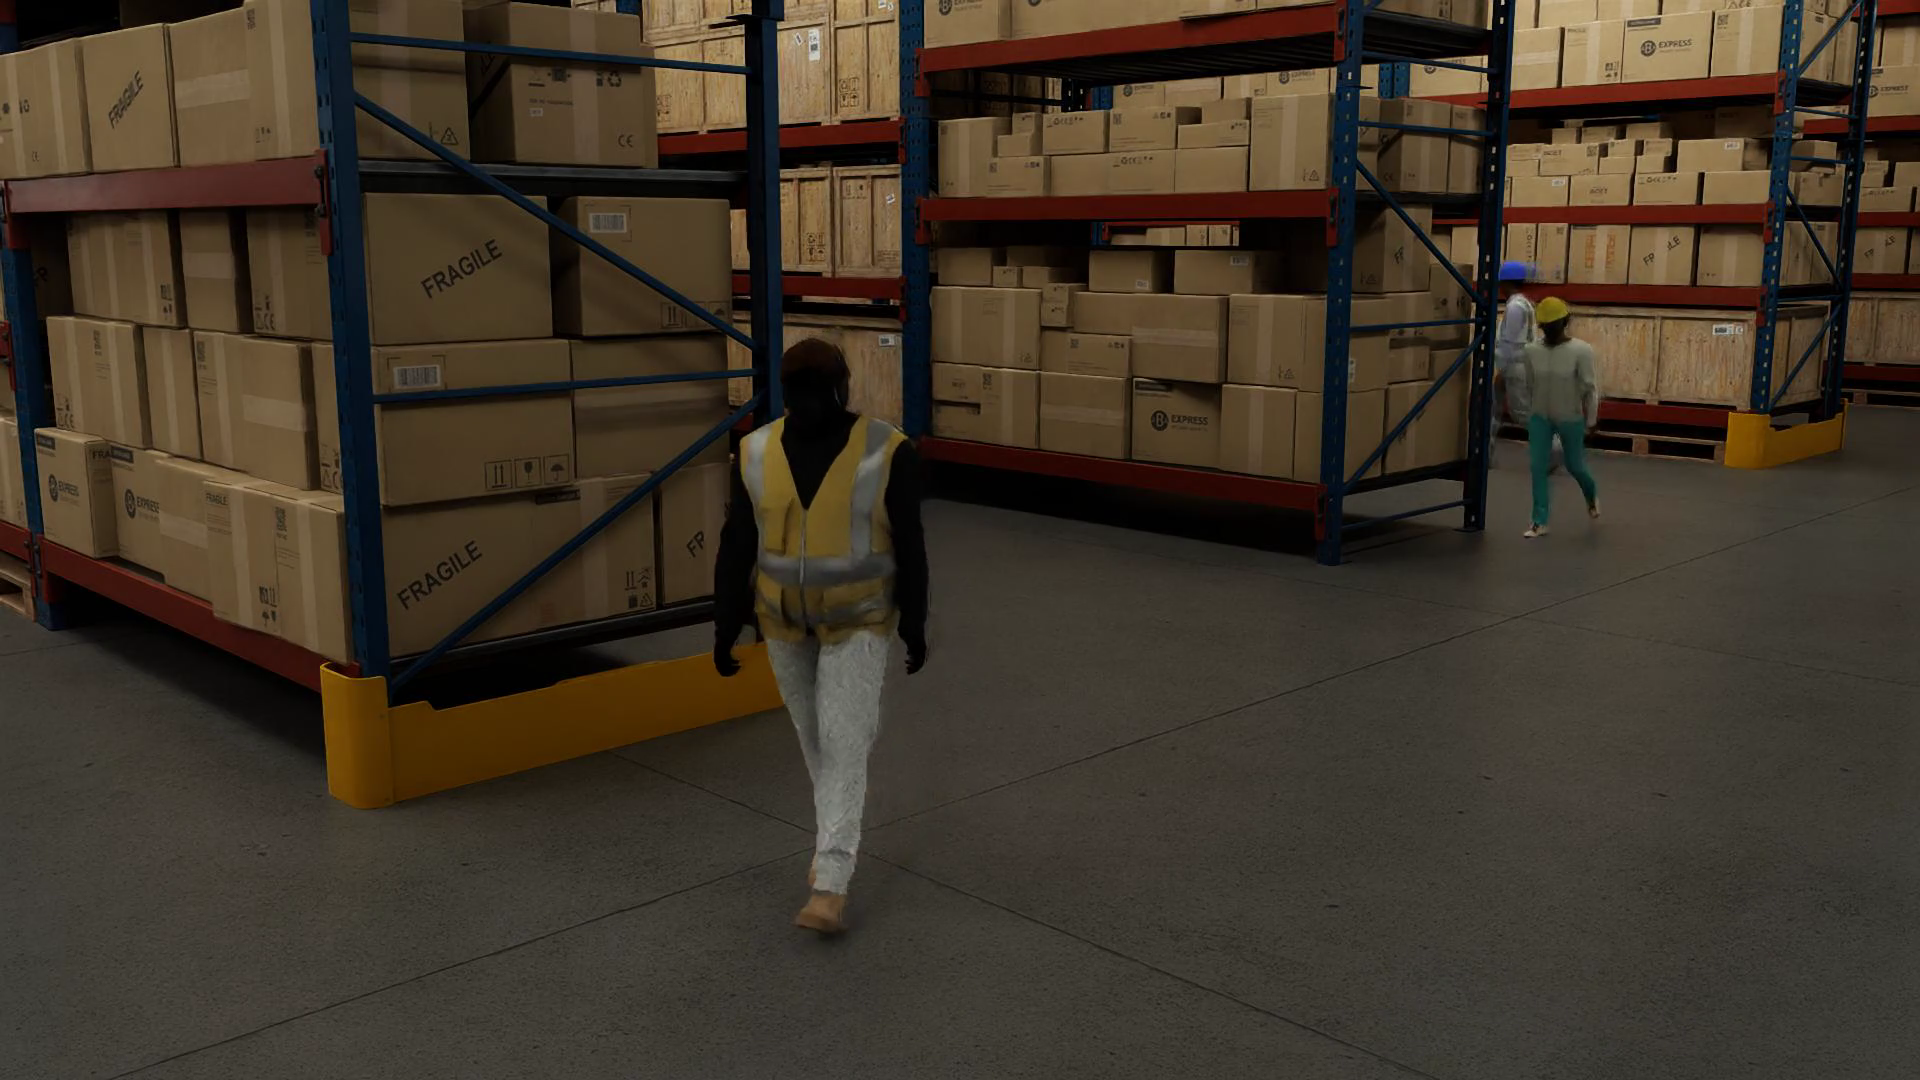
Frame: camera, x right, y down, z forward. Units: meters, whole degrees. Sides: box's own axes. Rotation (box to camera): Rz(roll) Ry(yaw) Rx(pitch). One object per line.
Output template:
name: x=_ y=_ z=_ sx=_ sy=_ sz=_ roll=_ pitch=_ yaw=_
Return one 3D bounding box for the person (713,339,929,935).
person: x=-0.475 y=0.292 z=5.179 sx=0.662 sy=1.804 sz=0.885 roll=3 pitch=11 yaw=16

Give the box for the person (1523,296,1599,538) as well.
person: x=4.322 y=-0.893 z=11.897 sx=0.542 sy=1.723 sz=0.782 roll=9 pitch=14 yaw=41

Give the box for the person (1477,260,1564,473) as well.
person: x=5.047 y=-1.551 z=14.962 sx=0.899 sy=1.917 sz=0.608 roll=3 pitch=11 yaw=14
